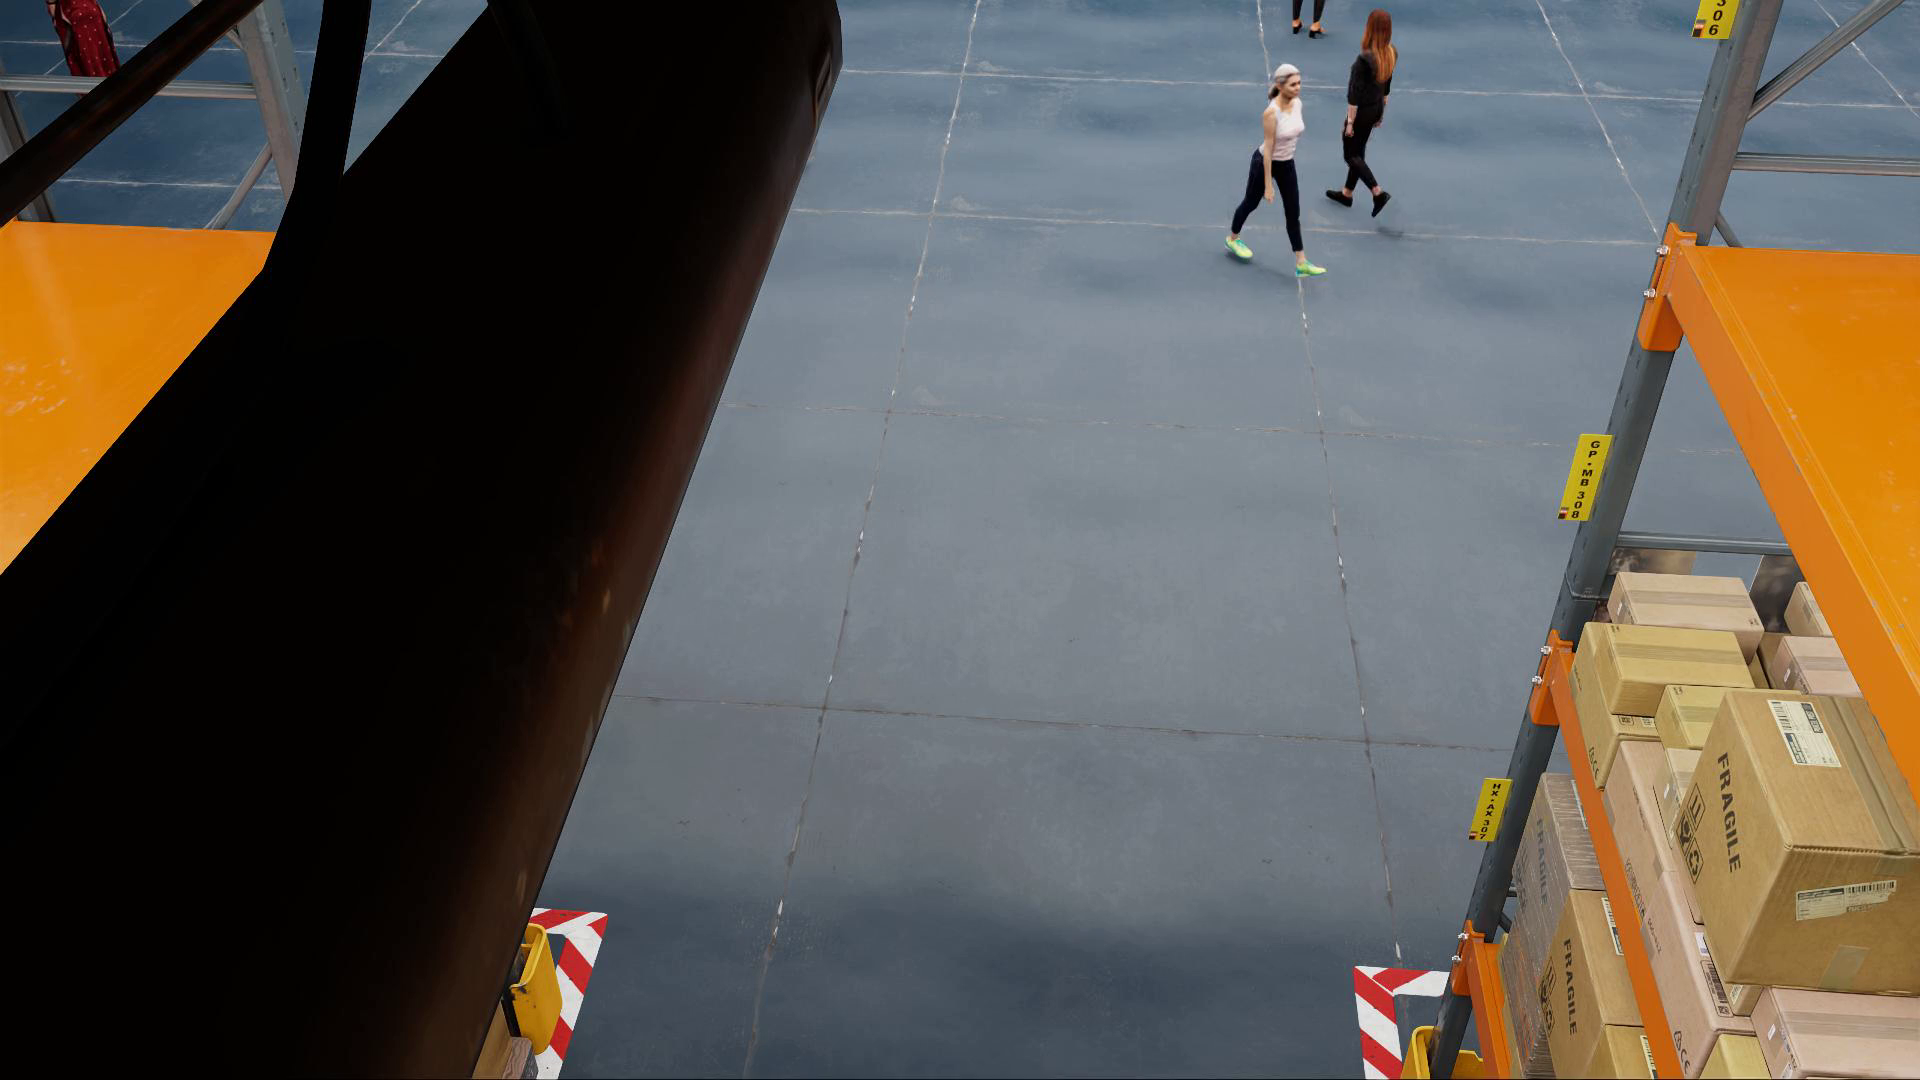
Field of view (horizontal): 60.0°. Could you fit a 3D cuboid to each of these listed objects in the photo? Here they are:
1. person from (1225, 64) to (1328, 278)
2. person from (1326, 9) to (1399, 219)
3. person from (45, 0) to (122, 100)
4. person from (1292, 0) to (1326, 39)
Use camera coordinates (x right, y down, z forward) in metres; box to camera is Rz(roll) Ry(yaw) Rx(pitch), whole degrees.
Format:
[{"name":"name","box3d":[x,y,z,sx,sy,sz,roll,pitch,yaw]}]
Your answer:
[{"name":"person","box3d":[2.325,-2.851,12.804,1.150,1.648,1.181,-30,47,-32]},{"name":"person","box3d":[3.346,-3.423,13.495,0.955,1.697,1.039,-24,44,-28]},{"name":"person","box3d":[-8.197,-4.894,15.423,0.822,1.639,0.730,27,45,30]},{"name":"person","box3d":[3.567,-5.919,16.684,0.695,1.699,0.700,22,43,26]}]
